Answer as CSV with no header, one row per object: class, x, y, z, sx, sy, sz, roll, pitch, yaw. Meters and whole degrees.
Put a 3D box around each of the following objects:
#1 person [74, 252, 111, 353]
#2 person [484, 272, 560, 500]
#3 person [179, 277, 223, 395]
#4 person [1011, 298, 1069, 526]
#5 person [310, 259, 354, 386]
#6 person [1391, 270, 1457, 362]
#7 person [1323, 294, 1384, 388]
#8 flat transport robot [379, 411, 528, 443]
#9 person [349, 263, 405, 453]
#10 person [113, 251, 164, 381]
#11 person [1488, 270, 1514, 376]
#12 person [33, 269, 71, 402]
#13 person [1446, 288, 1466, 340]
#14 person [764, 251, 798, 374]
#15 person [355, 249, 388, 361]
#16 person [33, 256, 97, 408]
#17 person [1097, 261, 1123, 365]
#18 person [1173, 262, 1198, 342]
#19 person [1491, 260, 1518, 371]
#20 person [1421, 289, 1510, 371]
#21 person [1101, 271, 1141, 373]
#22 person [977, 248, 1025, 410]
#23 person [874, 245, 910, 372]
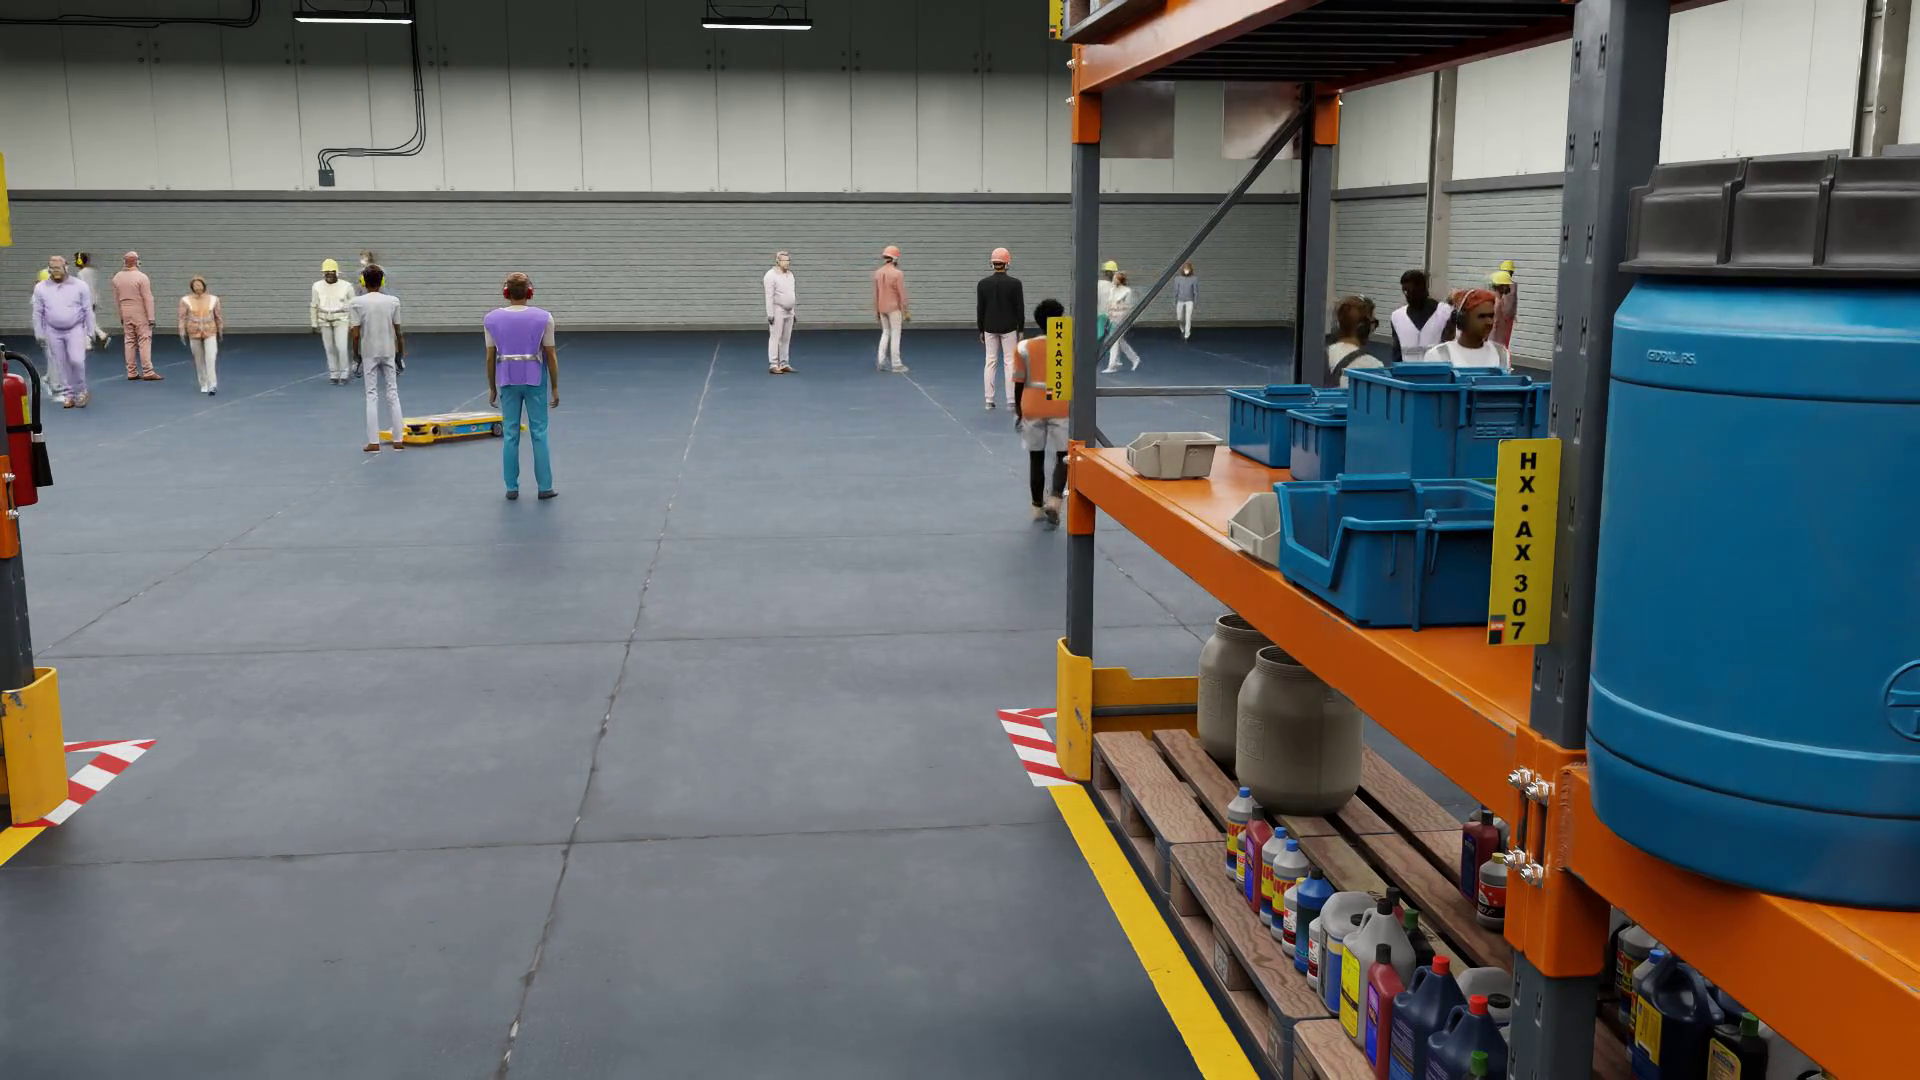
person,-15.955,-4.334,30.431,0.504,1.857,0.538,-1,10,-3
person,-3.544,-1.240,13.491,0.571,1.849,0.382,-1,10,-5
person,-10.302,-2.769,22.588,0.538,1.589,0.878,-4,11,-23
person,0.632,-0.941,12.312,0.560,1.692,0.504,3,11,14
person,-9.003,-3.112,23.867,0.608,1.832,0.482,-1,10,-4
person,3.803,-1.292,13.776,0.578,1.853,0.964,7,12,32
person,2.079,-0.438,9.177,0.646,1.826,0.528,-8,13,-37
flat transport robot,-5.375,-1.214,17.682,0.652,0.197,1.431,8,13,36
person,-5.775,-1.799,16.501,0.513,1.872,0.328,-6,12,-32
person,-12.240,-3.328,24.772,0.649,1.912,0.409,3,11,18
person,6.418,-2.391,20.108,0.816,1.734,0.529,4,11,19
person,-11.787,-2.652,21.569,0.483,1.725,0.493,4,11,19
person,5.025,-1.761,16.966,0.516,1.618,0.687,-4,11,-20
person,-2.775,-3.554,26.031,0.403,1.904,0.652,6,12,31
person,-10.165,-4.072,28.830,0.637,1.916,0.557,3,11,18
person,-11.140,-2.570,20.665,0.679,1.888,0.536,-3,11,-15
person,2.460,-3.812,27.900,0.529,1.744,0.784,-5,12,-26
person,4.609,-4.853,33.907,0.515,1.620,0.454,3,11,16
person,8.664,-3.564,26.489,0.522,1.764,0.334,-5,11,-25
person,2.826,-0.450,9.183,0.599,1.835,0.967,-3,11,-17
person,2.559,-3.437,26.201,0.755,1.609,0.512,-5,12,-27
person,0.510,-2.595,20.516,0.611,1.997,0.375,4,11,19
person,-1.083,-3.651,26.314,0.395,1.992,0.625,-10,14,-44
